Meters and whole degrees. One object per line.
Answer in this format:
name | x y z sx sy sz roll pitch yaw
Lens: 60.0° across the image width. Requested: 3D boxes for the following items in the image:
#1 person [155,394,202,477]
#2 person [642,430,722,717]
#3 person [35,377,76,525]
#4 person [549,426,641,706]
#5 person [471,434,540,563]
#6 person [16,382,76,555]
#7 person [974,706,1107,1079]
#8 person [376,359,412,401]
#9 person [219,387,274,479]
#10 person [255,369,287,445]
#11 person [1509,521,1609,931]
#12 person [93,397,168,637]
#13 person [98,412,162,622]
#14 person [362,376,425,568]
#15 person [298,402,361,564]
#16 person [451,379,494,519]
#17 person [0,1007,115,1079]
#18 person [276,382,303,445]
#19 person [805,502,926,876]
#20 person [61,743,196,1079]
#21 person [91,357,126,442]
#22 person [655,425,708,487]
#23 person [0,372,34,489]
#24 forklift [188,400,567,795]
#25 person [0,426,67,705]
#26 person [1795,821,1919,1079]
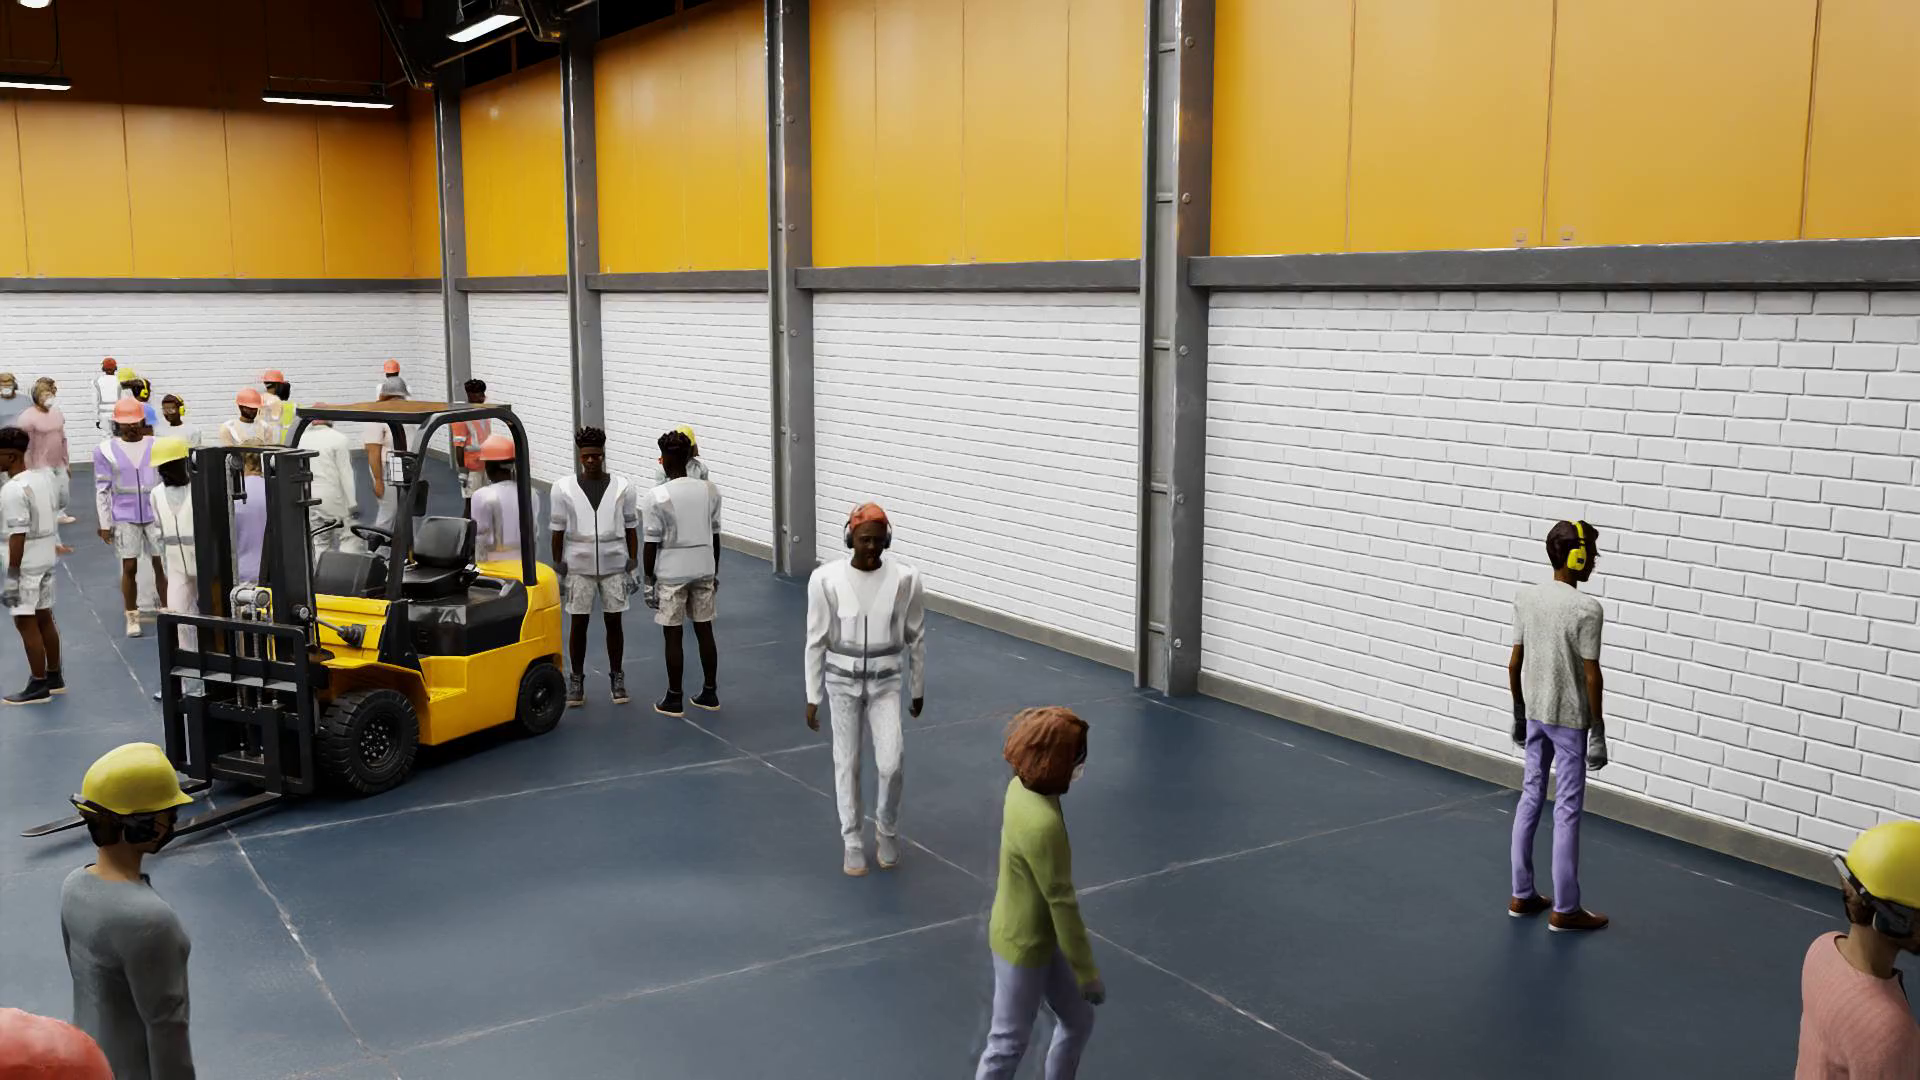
person | -7.966 -0.560 17.008 0.511 1.858 0.325 1 8 5
person | -1.894 0.231 11.341 0.606 1.962 0.372 -7 11 -39
person | -11.365 -1.109 20.735 0.516 1.843 0.327 3 9 21
person | -2.545 0.181 11.628 0.616 1.964 0.361 -2 9 -15
person | -3.075 0.244 11.351 0.527 1.922 0.551 5 10 33
person | -10.134 -0.791 18.342 0.667 1.921 0.637 1 9 9
person | 0.289 1.305 5.286 0.646 1.600 0.512 0 8 -1
person | -8.243 -1.667 24.235 0.542 1.929 0.391 1 9 9
person | -7.270 -0.603 17.054 0.390 1.925 0.550 8 12 43
person | -8.792 -1.225 21.284 0.557 1.914 0.474 6 10 33
person | 2.727 0.836 7.567 0.330 1.865 0.518 -5 10 -29
person | -6.883 -0.189 13.940 0.613 2.028 0.409 -5 10 -31
person | -7.235 -0.205 14.558 0.439 1.866 0.590 3 9 18
person | -5.820 -0.690 17.254 0.536 2.000 0.690 2 9 15
person | -5.848 -0.337 15.414 0.707 1.885 0.468 3 9 20
person | -5.336 -0.806 18.355 0.386 1.951 0.615 3 9 18
person | -1.082 1.566 2.174 0.667 1.989 0.975 -5 10 -30
person | -9.157 -1.313 22.597 0.537 1.699 0.321 -3 9 -21
person | -0.462 0.742 8.189 0.596 1.863 0.451 -1 8 -5
person | -2.078 1.385 4.235 0.528 1.761 0.340 8 11 42
person | -13.201 -1.902 25.946 0.575 1.884 0.355 -2 9 -12
person | -2.400 -0.128 14.469 0.486 1.743 0.299 -5 10 -30
person | -11.538 -1.082 20.281 0.639 1.928 0.369 -5 10 -30
forklift | -3.529 0.258 10.348 1.214 2.155 2.313 4 9 25
person | -6.568 0.181 11.687 0.361 1.961 0.677 -2 9 -11
person | 1.991 1.468 3.679 0.343 1.755 0.531 2 9 13
